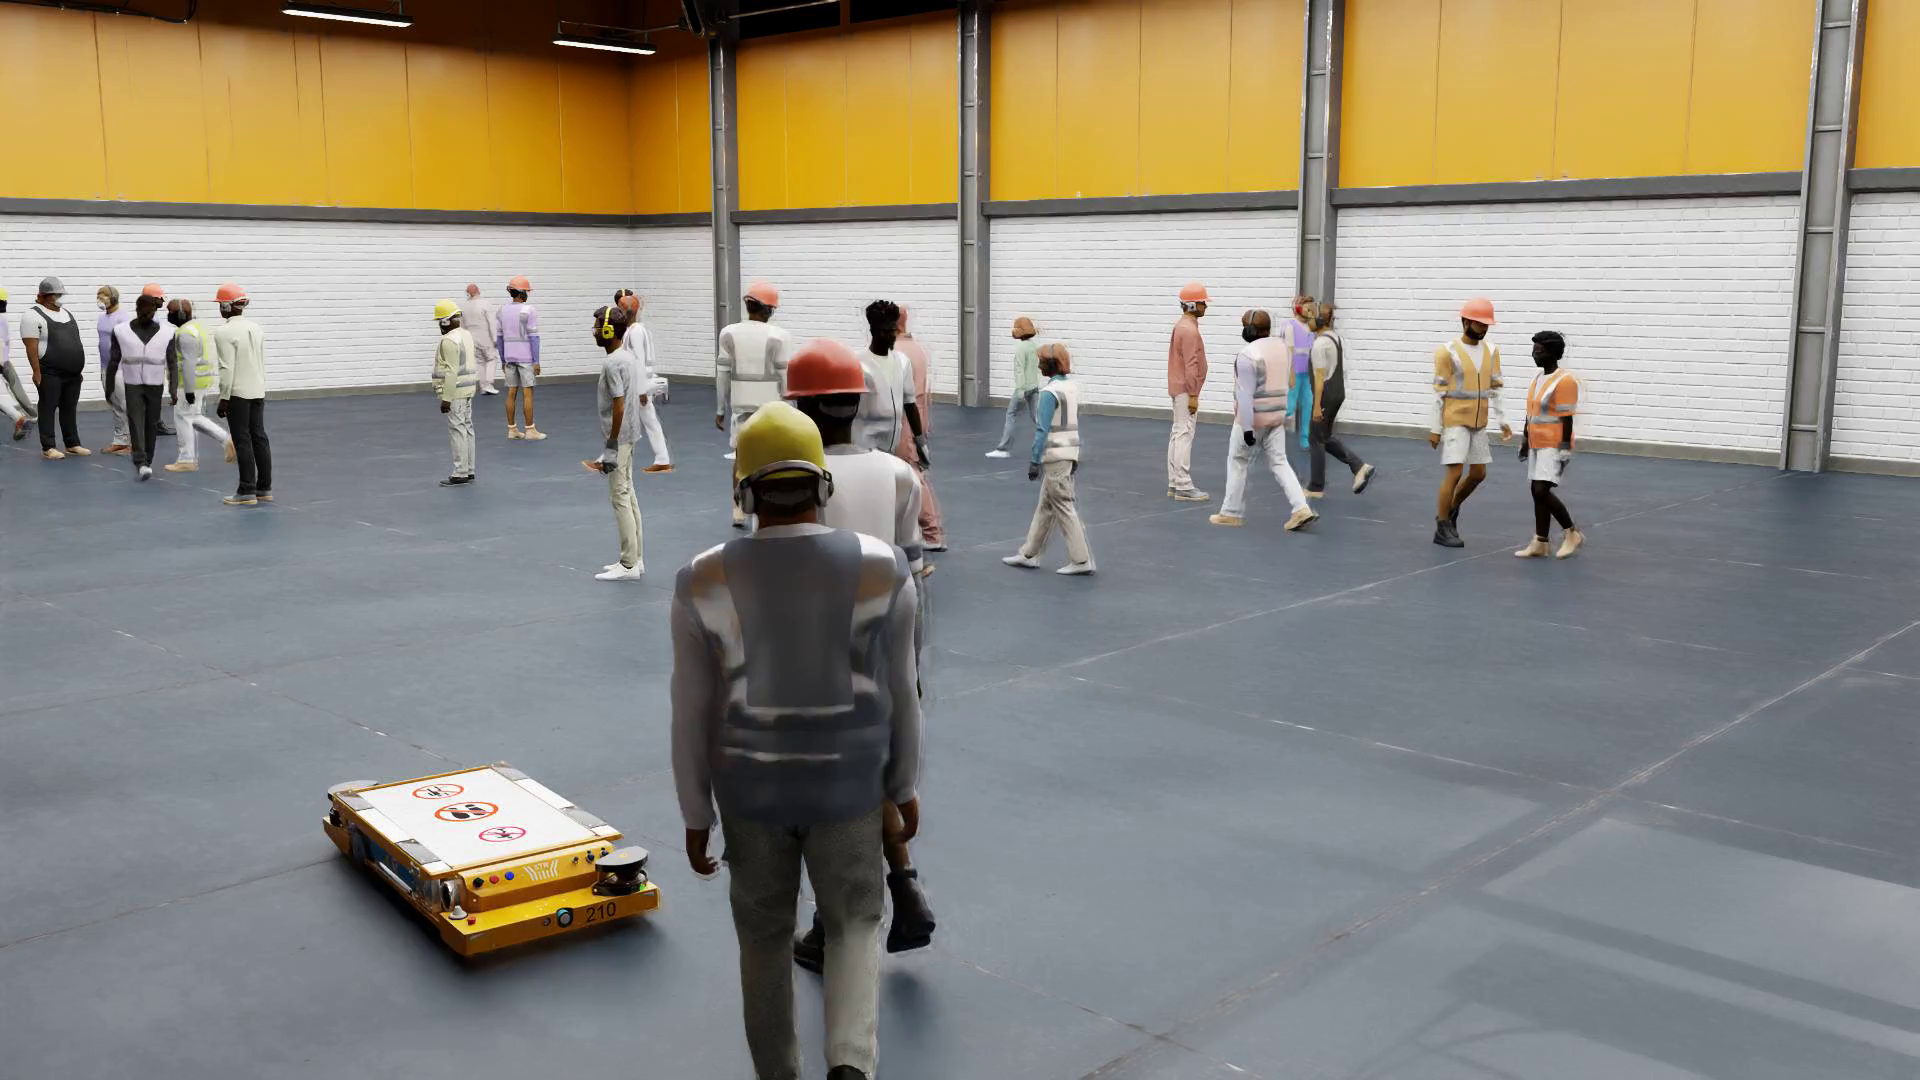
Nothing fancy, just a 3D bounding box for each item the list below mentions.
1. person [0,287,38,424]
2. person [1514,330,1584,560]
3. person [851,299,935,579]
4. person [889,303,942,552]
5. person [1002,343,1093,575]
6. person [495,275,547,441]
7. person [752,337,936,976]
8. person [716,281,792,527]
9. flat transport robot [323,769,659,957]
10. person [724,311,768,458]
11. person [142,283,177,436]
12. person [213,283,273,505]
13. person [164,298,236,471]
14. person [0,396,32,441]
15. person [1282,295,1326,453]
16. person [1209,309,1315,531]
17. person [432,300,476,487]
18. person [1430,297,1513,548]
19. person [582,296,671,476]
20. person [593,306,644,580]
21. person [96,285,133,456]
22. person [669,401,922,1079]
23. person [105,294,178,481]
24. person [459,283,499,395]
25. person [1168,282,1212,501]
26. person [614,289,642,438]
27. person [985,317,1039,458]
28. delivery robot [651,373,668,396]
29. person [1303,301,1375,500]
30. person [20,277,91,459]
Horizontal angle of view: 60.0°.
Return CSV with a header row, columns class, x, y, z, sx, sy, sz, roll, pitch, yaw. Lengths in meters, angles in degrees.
class,x,y,z,sx,sy,sz,roll,pitch,yaw
person,-12.860,-2.460,22.397,0.592,1.880,0.971,7,11,35
person,4.271,-0.678,12.072,0.351,1.684,0.543,-1,9,-6
person,-0.488,-0.651,11.201,1.005,1.906,0.614,7,12,37
person,-0.560,-0.842,12.521,0.976,1.852,0.676,3,10,16
person,0.619,-0.558,11.543,0.709,1.604,0.539,3,10,20
person,-5.420,-2.239,20.530,0.609,2.044,0.396,4,10,25
person,-0.362,0.368,4.935,0.557,1.924,0.495,-7,12,-38
person,-1.692,-1.089,13.610,0.676,2.018,0.517,1,9,8
flat transport robot,-1.668,1.052,5.771,0.652,0.197,1.431,-7,12,-37
person,-2.151,-1.819,18.627,0.933,1.836,0.514,-1,9,-7
person,-10.241,-2.299,21.223,0.356,1.938,0.545,-6,11,-31
person,-6.496,-1.313,15.002,0.395,1.994,0.612,2,9,11
person,-8.026,-1.633,17.496,0.669,1.820,0.637,-3,10,-16
person,-11.824,-2.097,20.131,0.919,1.894,0.628,0,9,1
person,3.857,-1.916,19.233,0.789,1.825,0.576,9,13,43
person,2.487,-0.972,13.507,0.625,1.809,0.903,-7,12,-38
person,-4.943,-1.429,16.244,0.403,1.822,0.588,0,9,1
person,3.861,-0.909,12.805,0.552,1.908,0.586,-4,10,-22
person,-3.445,-1.579,17.124,0.962,1.834,0.592,-1,9,-7
person,-2.349,-0.656,11.361,0.312,1.869,0.536,0,9,0
person,-9.594,-1.927,18.943,0.635,1.936,0.355,7,11,35
person,-0.382,0.585,3.915,0.599,1.814,0.578,-1,9,-6
person,-8.192,-1.521,16.695,0.665,1.855,0.962,-6,11,-34
person,-8.026,-3.361,27.916,0.686,1.874,0.469,4,10,24
person,2.109,-1.367,15.329,0.391,1.995,0.613,0,9,-2
person,-4.209,-2.191,20.801,0.313,1.860,0.528,-4,10,-25
person,0.728,-1.692,18.566,0.833,1.590,0.513,5,11,29
delivery robot,-4.903,-2.459,26.148,0.477,0.478,0.707,-8,12,-41
person,3.430,-1.262,15.204,0.624,1.830,0.534,5,11,29
person,-10.109,-1.936,18.682,0.539,2.000,0.688,3,10,16
